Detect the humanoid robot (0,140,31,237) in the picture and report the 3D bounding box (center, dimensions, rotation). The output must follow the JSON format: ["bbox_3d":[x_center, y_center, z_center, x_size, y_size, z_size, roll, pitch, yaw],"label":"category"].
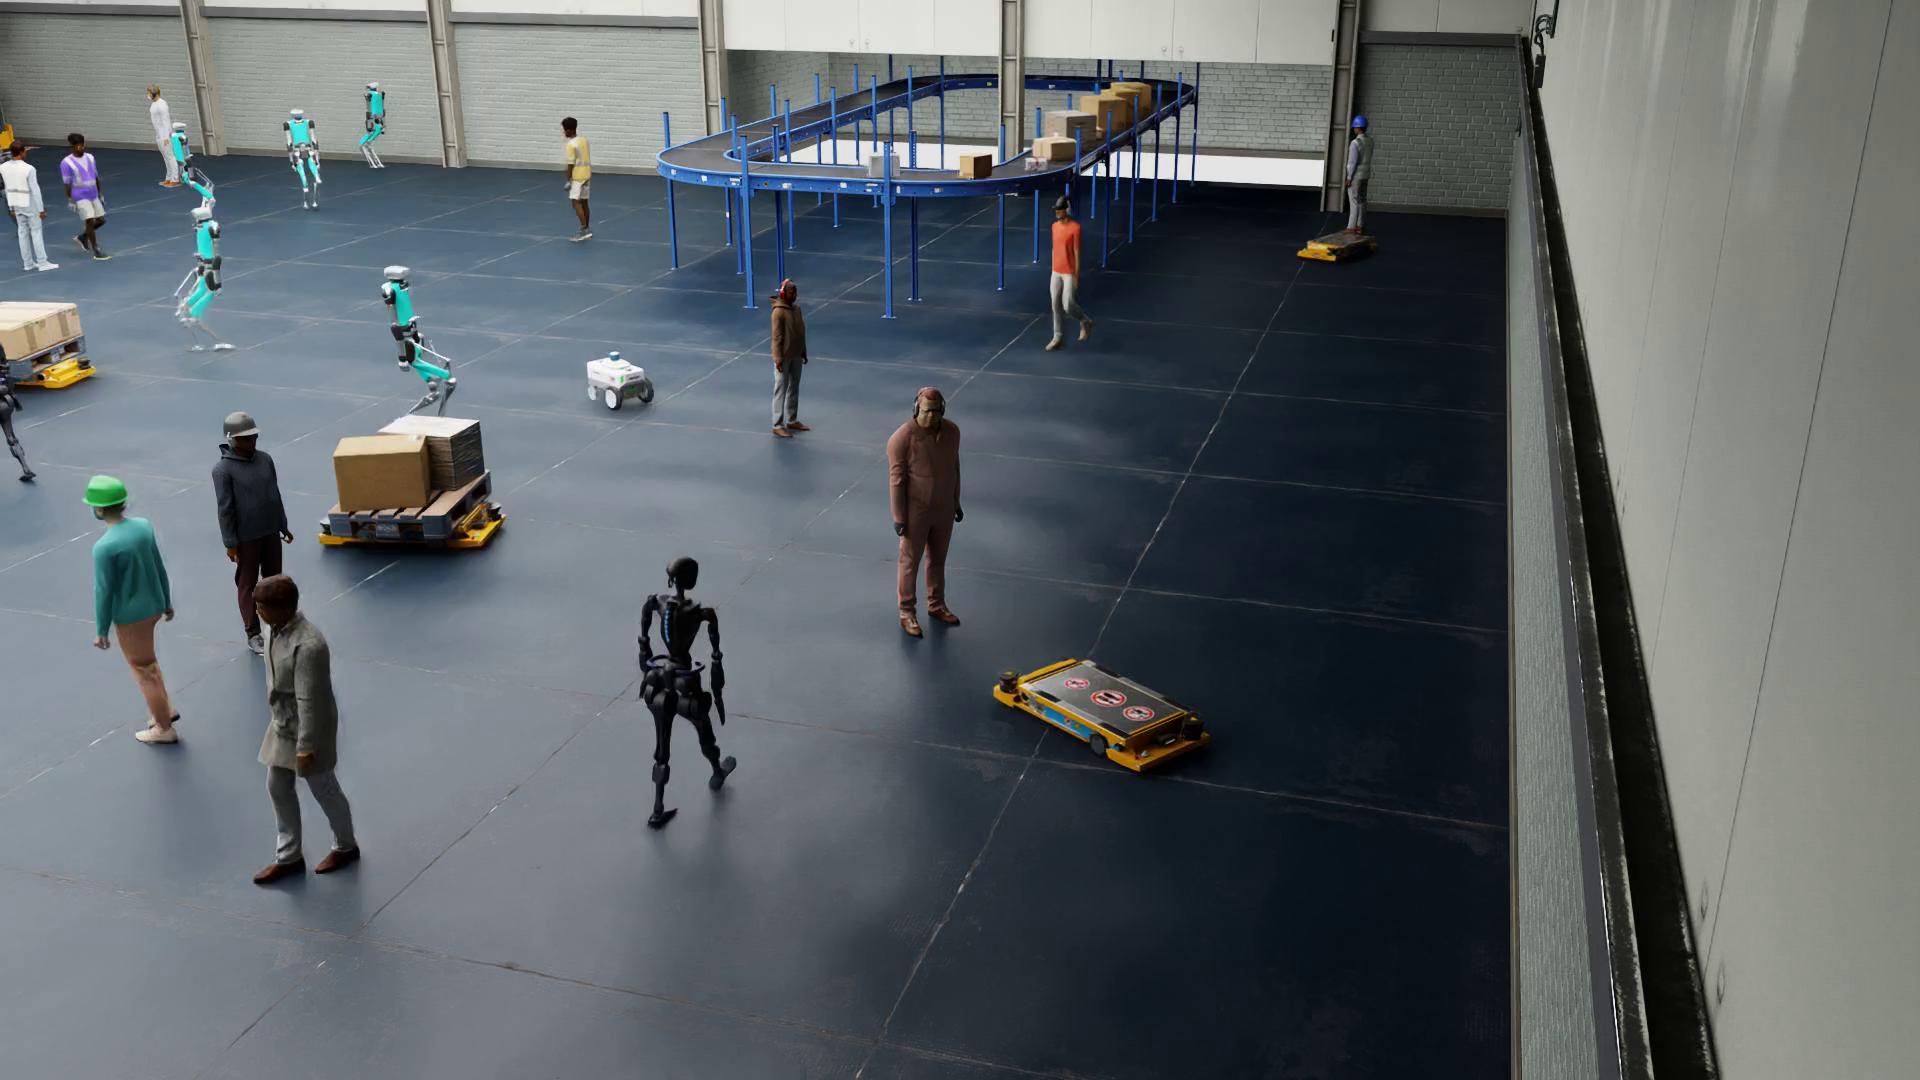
[{"bbox_3d":[-15.556,-5.767,27.186,0.601,1.637,0.382,4,22,11],"label":"humanoid robot"}]

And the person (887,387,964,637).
[{"bbox_3d":[-0.227,-0.229,12.502,0.640,1.905,0.402,-16,26,-35],"label":"person"}]

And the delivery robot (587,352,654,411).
[{"bbox_3d":[-3.796,-1.776,18.373,0.775,0.585,0.499,20,29,41],"label":"delivery robot"}]

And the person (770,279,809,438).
[{"bbox_3d":[-1.779,-1.881,17.139,0.308,1.646,0.465,13,24,29],"label":"person"}]

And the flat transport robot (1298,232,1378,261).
[{"bbox_3d":[5.947,-4.609,26.133,0.659,0.231,1.431,16,26,36],"label":"flat transport robot"}]

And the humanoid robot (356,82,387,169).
[{"bbox_3d":[-12.100,-8.496,34.070,0.700,1.726,0.530,8,22,19],"label":"humanoid robot"}]

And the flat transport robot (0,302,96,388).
[{"bbox_3d":[-10.867,-1.942,19.214,1.431,0.231,0.659,2,21,5],"label":"flat transport robot"}]

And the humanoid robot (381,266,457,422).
[{"bbox_3d":[-5.561,-1.957,17.222,0.946,1.756,0.542,0,21,0],"label":"humanoid robot"}]

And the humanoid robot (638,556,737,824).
[{"bbox_3d":[-1.686,0.859,10.054,0.608,1.627,0.775,8,23,21],"label":"humanoid robot"}]

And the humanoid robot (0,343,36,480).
[{"bbox_3d":[-9.228,-1.346,15.778,0.779,1.628,0.608,13,25,30],"label":"humanoid robot"}]

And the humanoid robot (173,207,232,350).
[{"bbox_3d":[-9.293,-3.124,20.182,0.533,1.750,0.762,19,28,41],"label":"humanoid robot"}]

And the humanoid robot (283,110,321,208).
[{"bbox_3d":[-11.643,-6.728,29.590,0.545,1.753,0.952,-11,24,-26],"label":"humanoid robot"}]

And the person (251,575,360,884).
[{"bbox_3d":[-3.723,1.068,9.260,0.556,1.808,0.588,15,26,34],"label":"person"}]

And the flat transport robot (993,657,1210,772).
[{"bbox_3d":[0.935,1.139,11.224,0.659,0.231,1.431,-17,27,-37],"label":"flat transport robot"}]

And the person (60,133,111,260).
[{"bbox_3d":[-13.479,-5.286,25.564,0.614,1.940,0.627,7,22,18],"label":"person"}]

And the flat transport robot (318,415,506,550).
[{"bbox_3d":[-4.782,-0.145,14.555,1.431,0.231,0.659,1,21,4],"label":"flat transport robot"}]

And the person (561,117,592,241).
[{"bbox_3d":[-6.171,-5.903,27.141,0.514,1.967,0.812,8,22,19],"label":"person"}]

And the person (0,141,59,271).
[{"bbox_3d":[-13.927,-4.971,24.799,0.590,1.910,0.388,5,22,13],"label":"person"}]

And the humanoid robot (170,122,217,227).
[{"bbox_3d":[-12.887,-6.189,28.112,0.658,1.737,0.539,-18,27,-38],"label":"humanoid robot"}]

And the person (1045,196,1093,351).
[{"bbox_3d":[1.324,-3.280,20.424,0.590,1.900,0.473,-18,28,-39],"label":"person"}]

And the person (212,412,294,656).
[{"bbox_3d":[-5.175,-0.068,12.203,0.365,1.816,0.540,11,24,27],"label":"person"}]

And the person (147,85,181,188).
[{"bbox_3d":[-15.363,-7.786,32.061,0.374,1.935,0.627,-15,26,-34],"label":"person"}]

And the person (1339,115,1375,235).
[{"bbox_3d":[6.566,-6.005,27.419,0.381,1.949,0.604,18,28,39],"label":"person"}]

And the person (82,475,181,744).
[{"bbox_3d":[-5.376,0.465,10.756,0.478,1.857,0.550,4,21,11],"label":"person"}]
